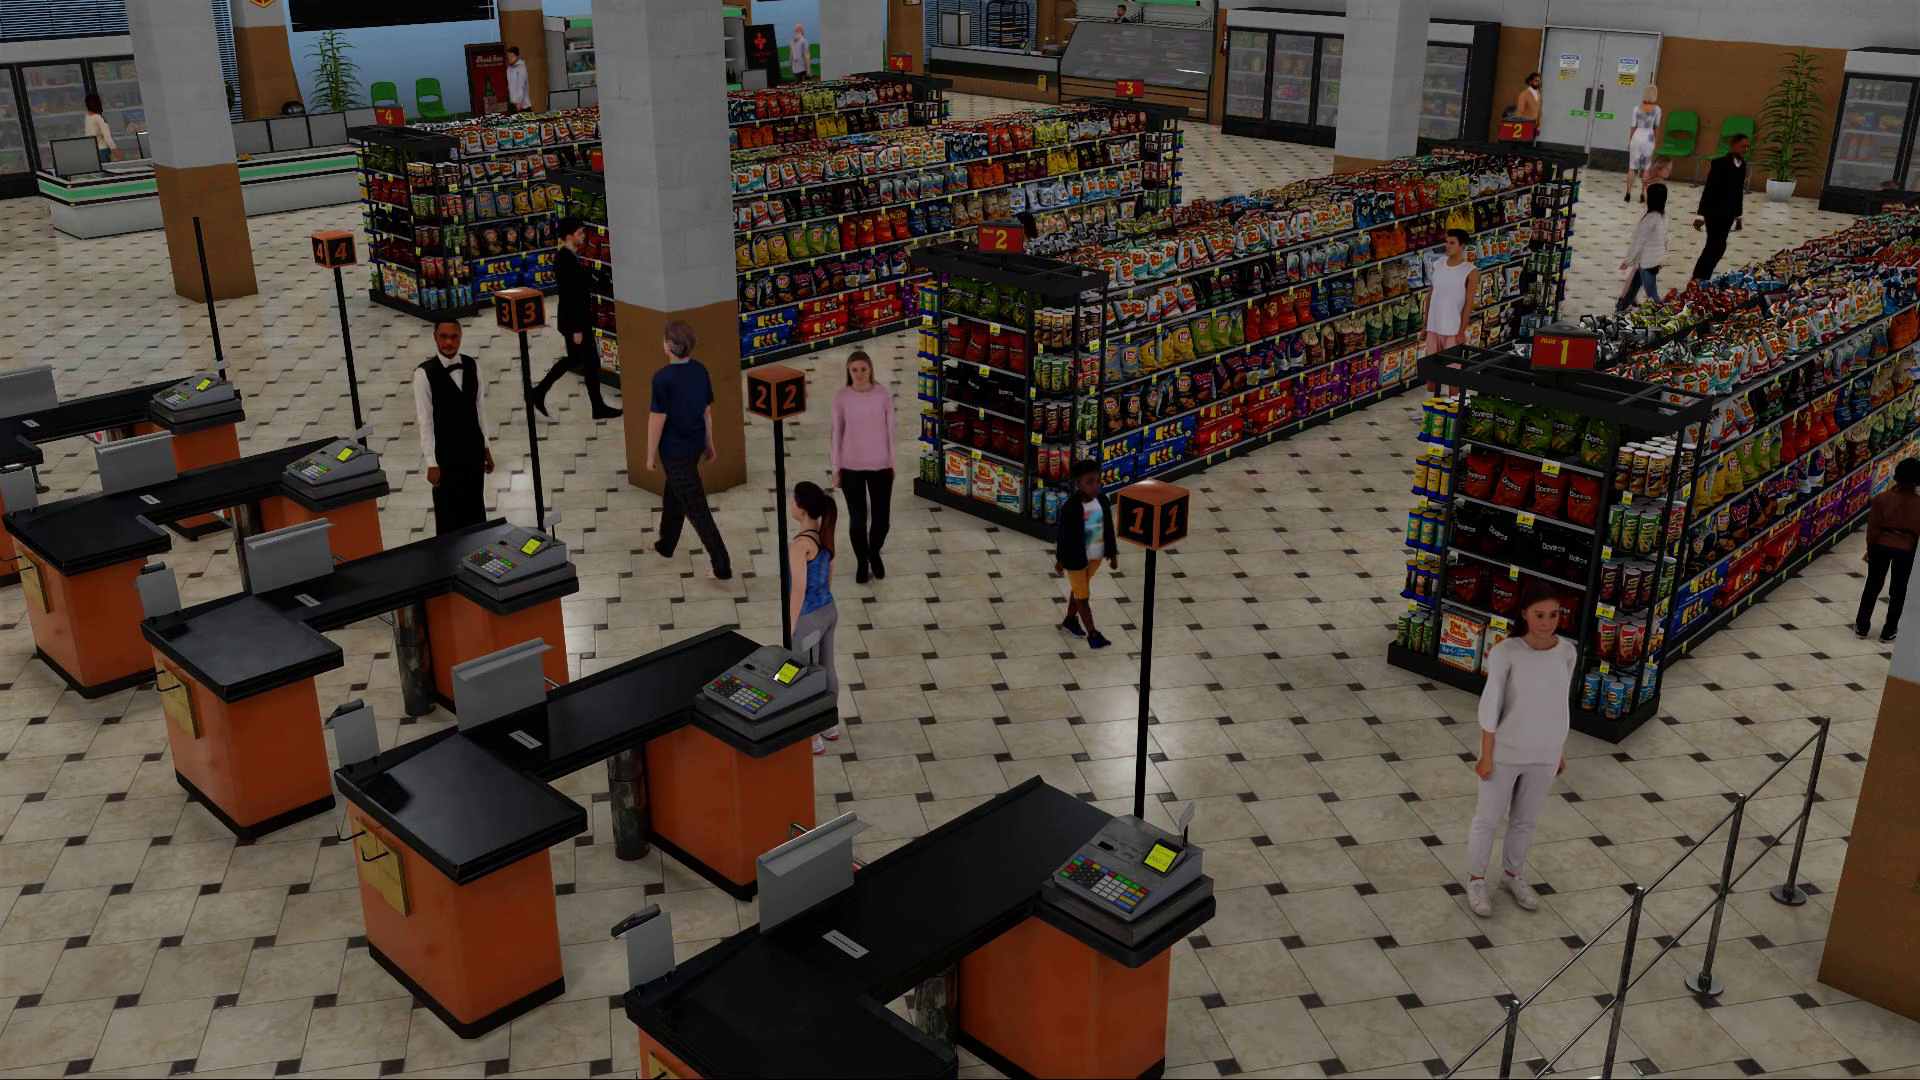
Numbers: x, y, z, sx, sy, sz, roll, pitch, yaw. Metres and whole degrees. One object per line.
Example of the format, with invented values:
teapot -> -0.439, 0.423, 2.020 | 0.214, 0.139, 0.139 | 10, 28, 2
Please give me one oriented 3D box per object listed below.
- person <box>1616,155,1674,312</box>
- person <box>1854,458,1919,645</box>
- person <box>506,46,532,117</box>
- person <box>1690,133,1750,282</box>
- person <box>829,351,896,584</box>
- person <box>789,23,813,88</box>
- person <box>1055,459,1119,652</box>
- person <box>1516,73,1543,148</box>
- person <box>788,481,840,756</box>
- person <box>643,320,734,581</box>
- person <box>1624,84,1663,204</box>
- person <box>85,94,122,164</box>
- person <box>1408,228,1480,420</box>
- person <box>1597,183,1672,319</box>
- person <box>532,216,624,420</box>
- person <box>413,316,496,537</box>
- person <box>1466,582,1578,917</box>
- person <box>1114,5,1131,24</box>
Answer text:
person -> 7.583, -3.411, 18.663 | 0.780, 1.799, 0.694 | 5, 22, 13
person -> 6.031, 0.063, 10.747 | 0.562, 1.255, 0.543 | 14, 26, 30
person -> -7.587, -7.620, 29.025 | 0.786, 1.884, 1.233 | 16, 27, 35
person -> 8.887, -3.845, 19.633 | 0.811, 1.882, 0.893 | -10, 24, -22
person -> -0.671, -0.526, 11.649 | 0.703, 1.675, 0.779 | -3, 22, -6
person -> -3.328, -9.681, 34.240 | 0.748, 1.819, 0.993 | 16, 27, 34
person -> 0.766, 0.064, 10.753 | 0.801, 1.249, 0.708 | -13, 25, -29
person -> 9.004, -6.579, 26.621 | 0.719, 1.744, 0.770 | -16, 27, -34
person -> -0.833, 0.427, 9.365 | 0.695, 1.610, 0.590 | 10, 24, 24
person -> -1.863, -0.568, 11.562 | 0.862, 1.817, 1.177 | 16, 27, 34
person -> 10.339, -6.001, 25.174 | 0.632, 1.751, 0.620 | 9, 24, 21
person -> -12.806, -5.718, 24.615 | 0.628, 1.641, 1.020 | 20, 30, 41
person -> 4.397, -1.921, 14.967 | 0.610, 1.789, 0.664 | -16, 27, -34
person -> 7.464, -2.968, 17.829 | 0.755, 1.598, 0.974 | 16, 27, 35
person -> -3.534, -1.968, 14.981 | 1.209, 1.868, 0.985 | -7, 23, -17
person -> -3.507, -0.623, 11.566 | 0.747, 1.917, 0.519 | 19, 28, 39
person -> 2.657, 0.981, 7.882 | 0.647, 1.688, 0.747 | -4, 22, -10
person -> 3.718, -11.425, 38.514 | 0.615, 1.868, 0.570 | 20, 29, 41
